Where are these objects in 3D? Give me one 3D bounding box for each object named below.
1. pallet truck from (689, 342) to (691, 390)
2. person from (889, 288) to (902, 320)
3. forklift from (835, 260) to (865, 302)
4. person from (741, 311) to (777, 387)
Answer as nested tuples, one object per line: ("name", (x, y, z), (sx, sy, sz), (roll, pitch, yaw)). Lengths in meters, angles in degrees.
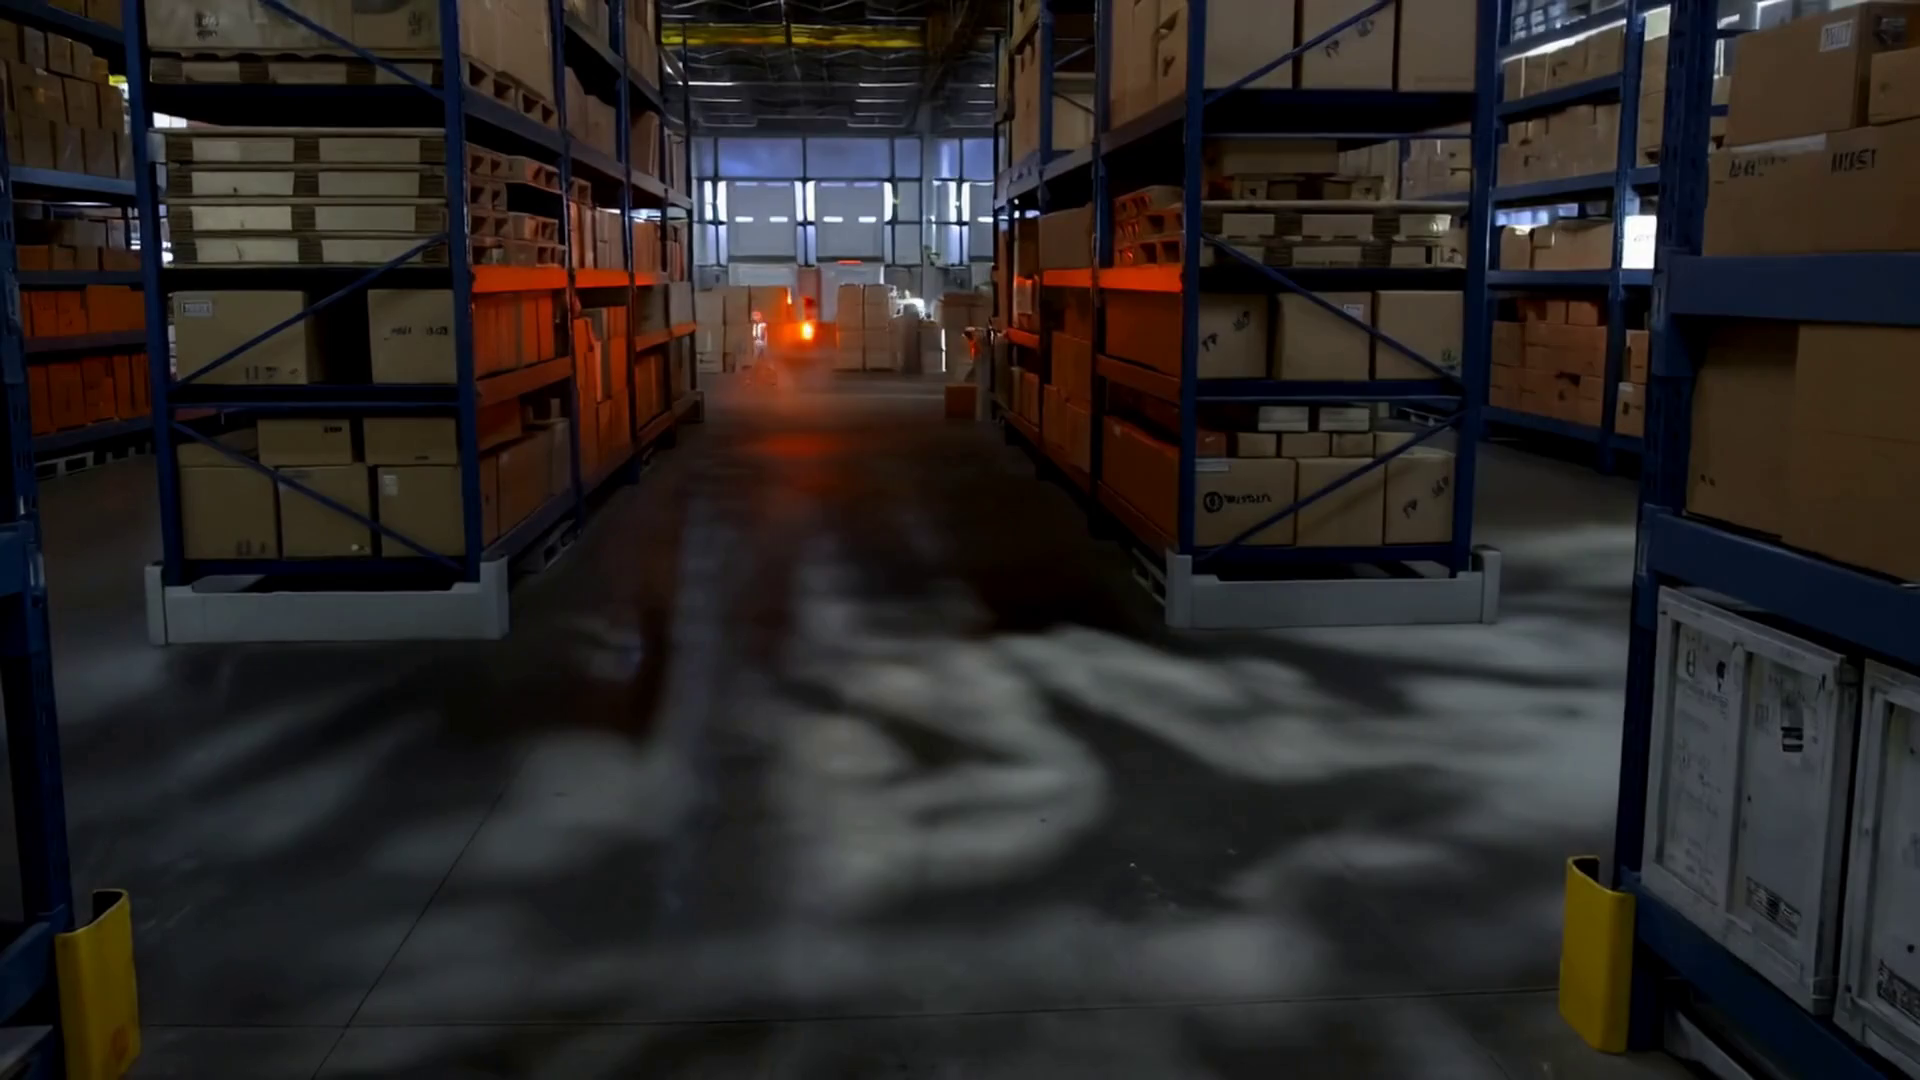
("pallet truck", (-5.225, -3.008, 27.480), (1.885, 1.965, 0.823), (2, 9, 14))
("person", (-2.299, -7.814, 57.899), (0.640, 1.927, 0.388), (3, 10, 21))
("forklift", (-3.422, -7.311, 51.737), (1.129, 2.768, 1.873), (-1, 9, -4))
("person", (-4.224, -4.037, 35.195), (0.853, 1.596, 0.523), (-9, 13, -44))
